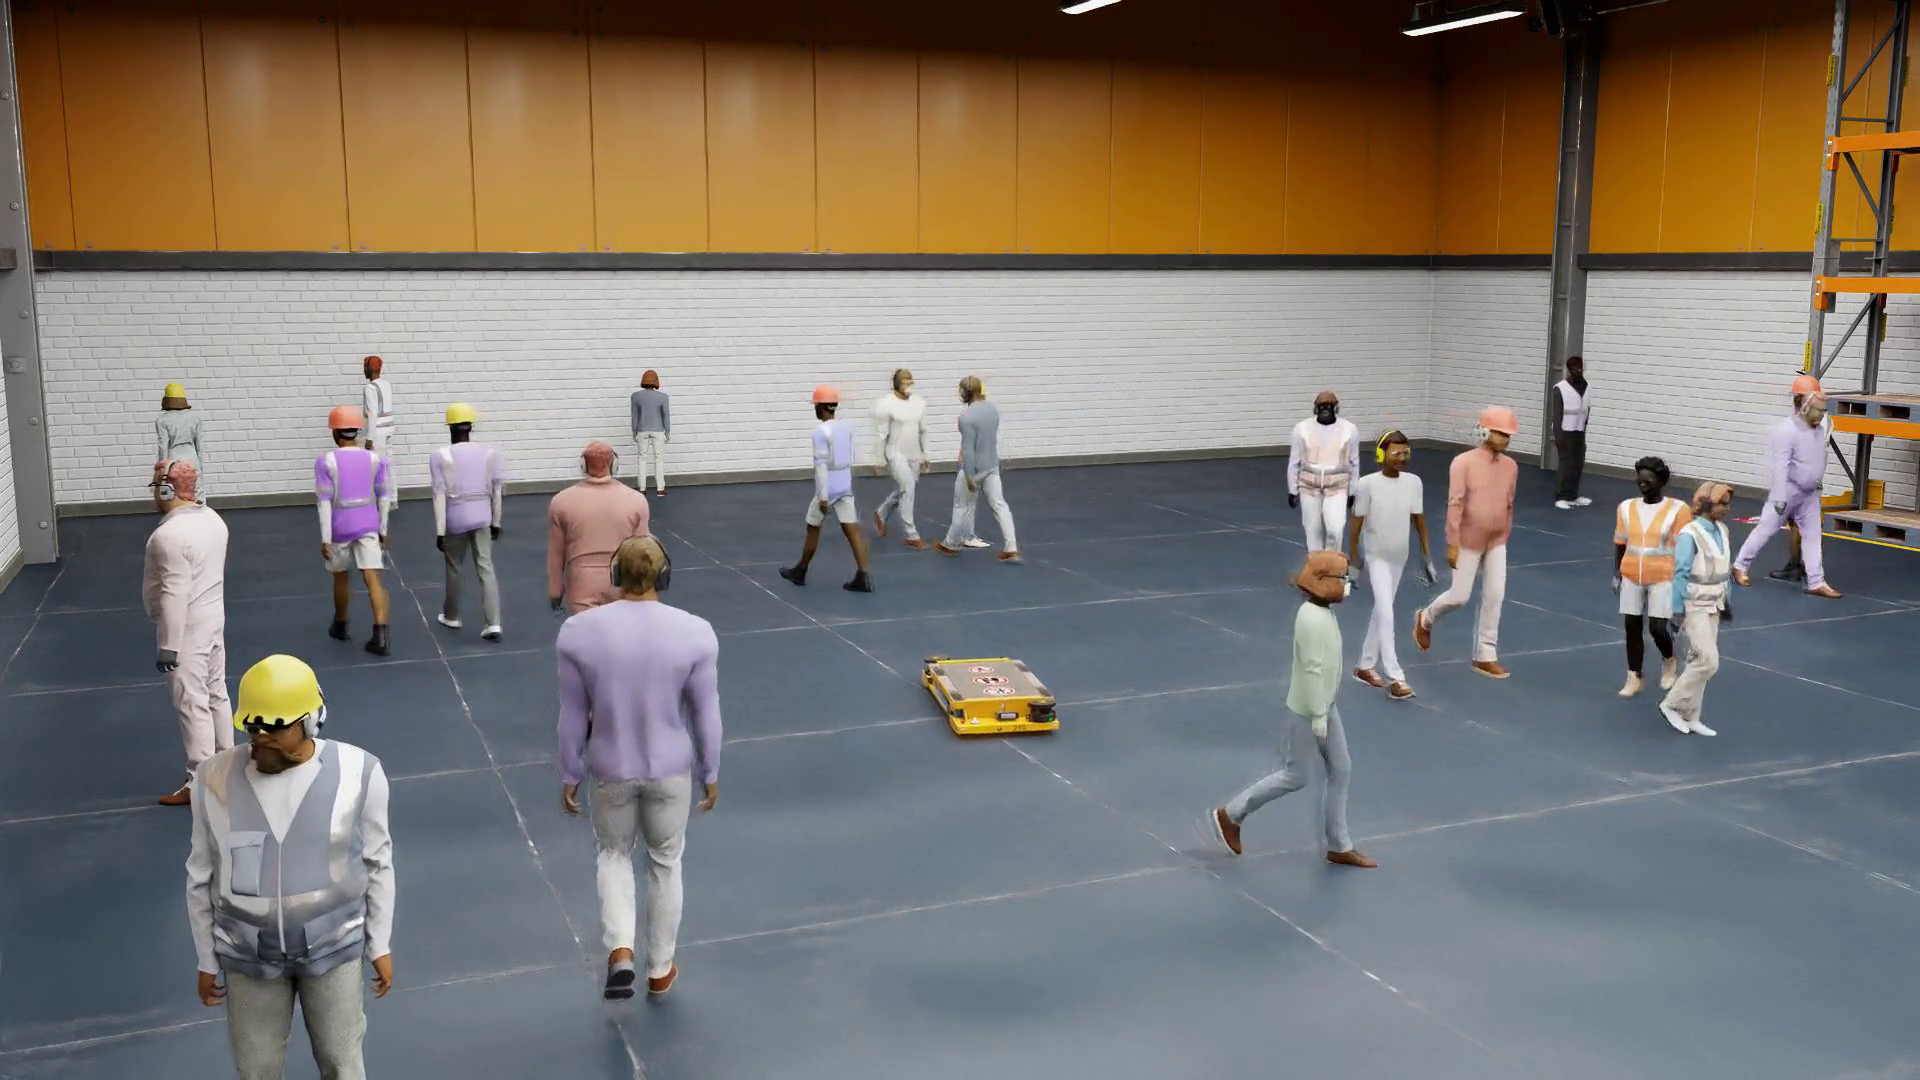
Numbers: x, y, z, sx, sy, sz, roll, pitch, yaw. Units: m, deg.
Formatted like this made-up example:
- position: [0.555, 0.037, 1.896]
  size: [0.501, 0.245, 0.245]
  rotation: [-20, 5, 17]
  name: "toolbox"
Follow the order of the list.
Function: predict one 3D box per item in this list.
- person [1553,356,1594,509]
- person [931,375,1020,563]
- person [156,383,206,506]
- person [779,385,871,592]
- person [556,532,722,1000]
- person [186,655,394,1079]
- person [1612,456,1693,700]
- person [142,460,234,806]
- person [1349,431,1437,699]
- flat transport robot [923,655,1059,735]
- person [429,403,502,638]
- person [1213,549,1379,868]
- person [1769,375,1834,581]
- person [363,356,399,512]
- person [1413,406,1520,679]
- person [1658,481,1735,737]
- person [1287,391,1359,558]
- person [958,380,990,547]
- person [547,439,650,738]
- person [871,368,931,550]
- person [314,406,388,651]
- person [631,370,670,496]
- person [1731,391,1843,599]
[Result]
- position: [7.443, -1.306, 20.261]
  size: [0.675, 1.874, 0.452]
  rotation: [-5, 10, -26]
  name: "person"
- position: [0.176, -0.704, 16.626]
  size: [1.078, 1.880, 0.638]
  rotation: [8, 12, 41]
  name: "person"
- position: [-8.164, -0.774, 17.428]
  size: [0.304, 1.745, 0.483]
  rotation: [7, 12, 38]
  name: "person"
- position: [-1.207, -0.475, 15.204]
  size: [1.005, 1.877, 0.567]
  rotation: [7, 11, 35]
  name: "person"
- position: [-1.261, 0.924, 6.598]
  size: [0.644, 1.919, 0.513]
  rotation: [-1, 9, -5]
  name: "person"
- position: [-2.017, 1.232, 5.036]
  size: [0.586, 1.824, 0.403]
  rotation: [-2, 10, -14]
  name: "person"
- position: [4.700, 0.260, 11.334]
  size: [0.401, 1.680, 0.550]
  rotation: [-8, 12, -41]
  name: "person"
- position: [-4.281, 0.504, 9.195]
  size: [0.405, 1.906, 0.652]
  rotation: [0, 9, -2]
  name: "person"
- position: [3.014, 0.172, 11.423]
  size: [0.541, 1.830, 0.900]
  rotation: [-3, 10, -19]
  name: "person"
- position: [0.180, 1.008, 11.086]
  size: [0.652, 0.197, 1.431]
  rotation: [-2, 9, -10]
  name: "flat transport robot"
- position: [-3.939, -0.158, 13.323]
  size: [0.608, 1.877, 1.005]
  rotation: [-7, 12, -38]
  name: "person"
- position: [1.667, 0.827, 8.185]
  size: [0.746, 1.605, 0.514]
  rotation: [4, 10, 23]
  name: "person"
- position: [7.915, -0.581, 15.673]
  size: [0.547, 1.938, 0.379]
  rotation: [-4, 10, -23]
  name: "person"
- position: [-7.002, -1.273, 20.040]
  size: [0.337, 1.879, 0.584]
  rotation: [1, 9, 6]
  name: "person"
- position: [3.733, -0.009, 12.146]
  size: [0.643, 1.957, 0.809]
  rotation: [-4, 10, -20]
  name: "person"
- position: [4.660, 0.441, 10.415]
  size: [0.533, 1.621, 0.377]
  rotation: [-8, 12, -41]
  name: "person"
- position: [3.305, -0.446, 15.193]
  size: [0.642, 1.823, 0.494]
  rotation: [3, 10, 15]
  name: "person"
- position: [0.146, -0.811, 17.587]
  size: [0.328, 1.769, 0.526]
  rotation: [-2, 9, -9]
  name: "person"
- position: [-2.292, 0.291, 10.602]
  size: [0.650, 1.868, 0.944]
  rotation: [-2, 10, -12]
  name: "person"
- position: [-0.668, -0.881, 17.603]
  size: [0.640, 1.903, 0.917]
  rotation: [-9, 13, -43]
  name: "person"
- position: [-4.699, -0.095, 12.887]
  size: [0.560, 1.889, 1.017]
  rotation: [-7, 12, -37]
  name: "person"
- position: [-3.976, -1.370, 21.396]
  size: [0.500, 1.627, 0.269]
  rotation: [0, 9, -1]
  name: "person"
- position: [7.533, -0.442, 15.097]
  size: [0.679, 1.853, 1.008]
  rotation: [-5, 11, -27]
  name: "person"
